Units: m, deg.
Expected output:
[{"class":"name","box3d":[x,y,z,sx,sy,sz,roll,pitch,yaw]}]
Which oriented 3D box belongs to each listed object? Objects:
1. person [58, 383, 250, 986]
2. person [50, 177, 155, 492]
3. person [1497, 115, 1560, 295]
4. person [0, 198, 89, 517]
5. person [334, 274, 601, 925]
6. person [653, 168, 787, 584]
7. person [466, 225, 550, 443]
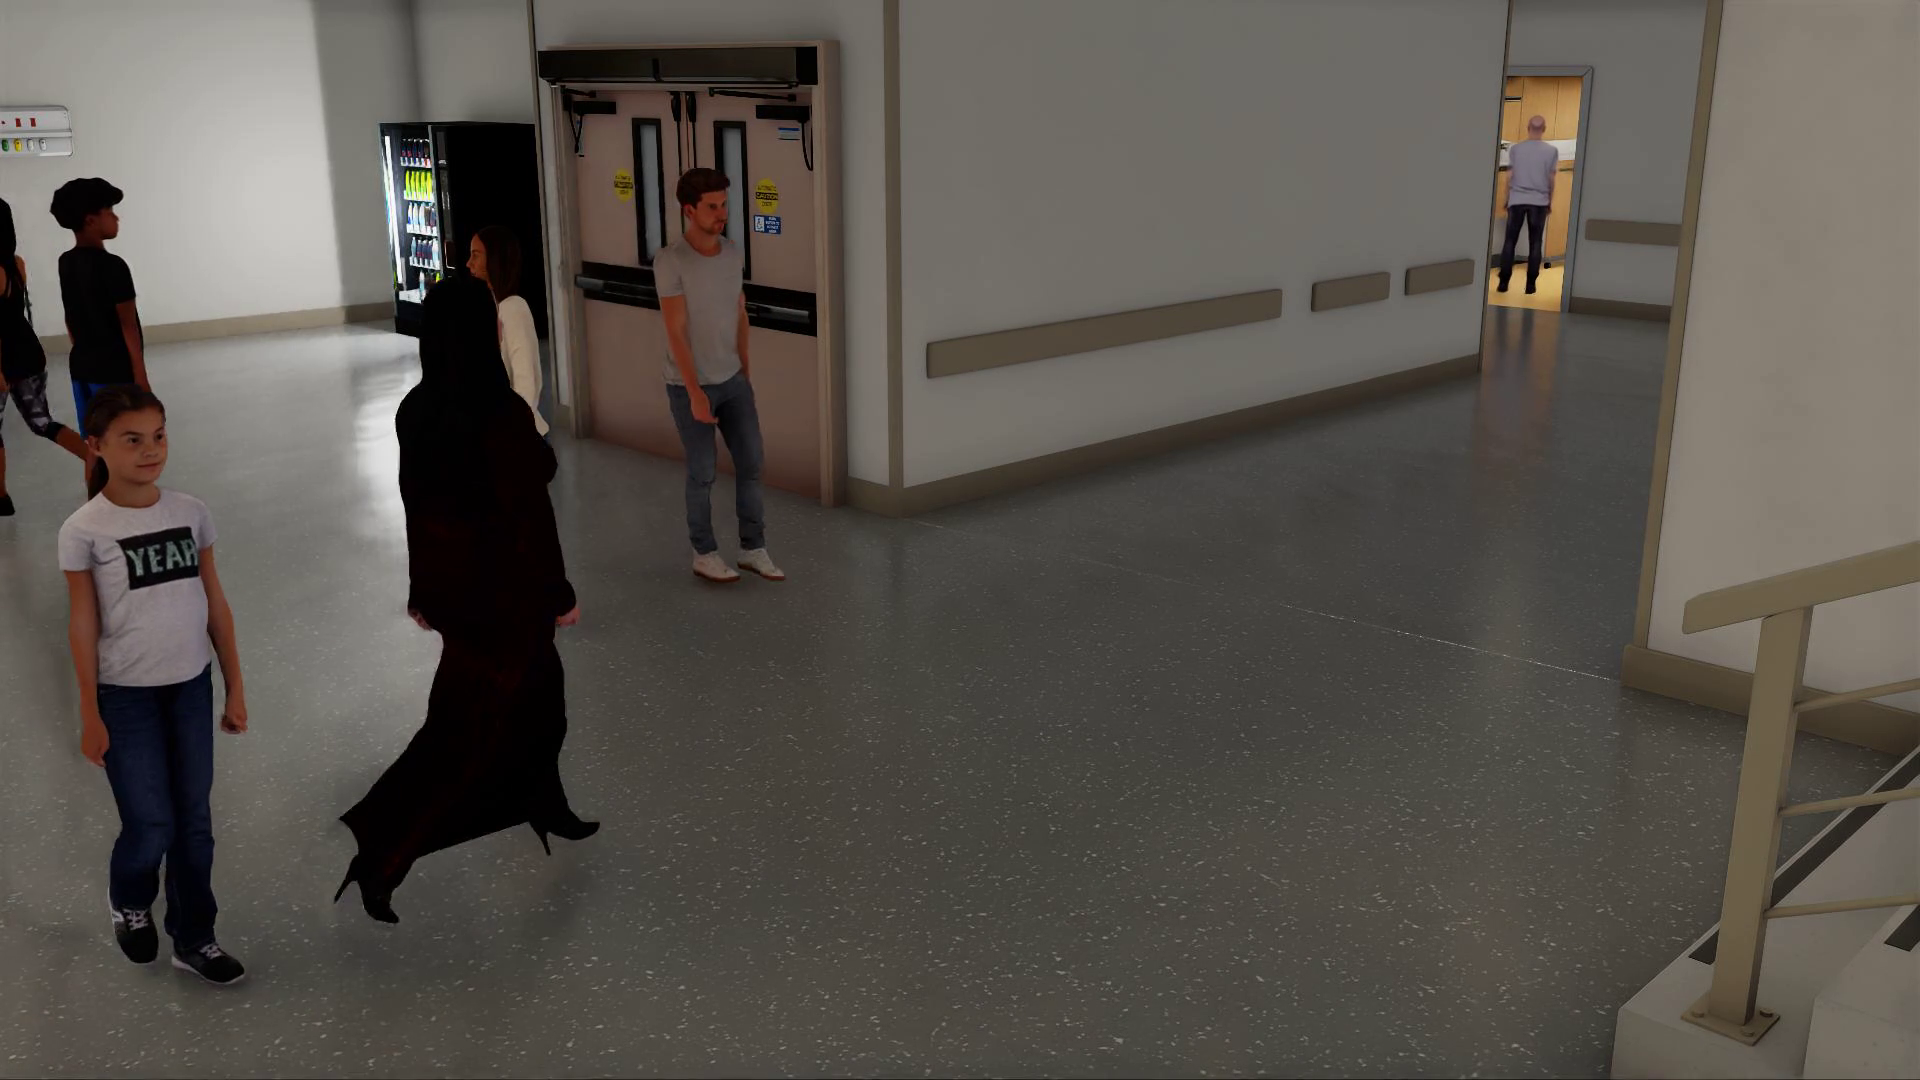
[{"class":"person","box3d":[-2.059,0.365,4.169,0.687,1.557,0.602,11,19,35]},{"class":"person","box3d":[-4.039,-0.802,7.873,0.599,1.794,0.723,8,18,26]},{"class":"person","box3d":[5.954,-3.514,17.426,0.705,1.830,0.822,4,16,15]},{"class":"person","box3d":[-4.795,-0.907,8.540,1.086,1.633,1.001,1,16,2]},{"class":"person","box3d":[-1.347,0.205,4.443,0.722,1.716,1.034,-15,21,-42]},{"class":"person","box3d":[-1.186,-0.697,7.380,0.689,1.858,0.689,13,20,38]},{"class":"person","box3d":[-1.837,-0.442,6.799,0.717,1.682,0.530,-11,19,-33]}]
